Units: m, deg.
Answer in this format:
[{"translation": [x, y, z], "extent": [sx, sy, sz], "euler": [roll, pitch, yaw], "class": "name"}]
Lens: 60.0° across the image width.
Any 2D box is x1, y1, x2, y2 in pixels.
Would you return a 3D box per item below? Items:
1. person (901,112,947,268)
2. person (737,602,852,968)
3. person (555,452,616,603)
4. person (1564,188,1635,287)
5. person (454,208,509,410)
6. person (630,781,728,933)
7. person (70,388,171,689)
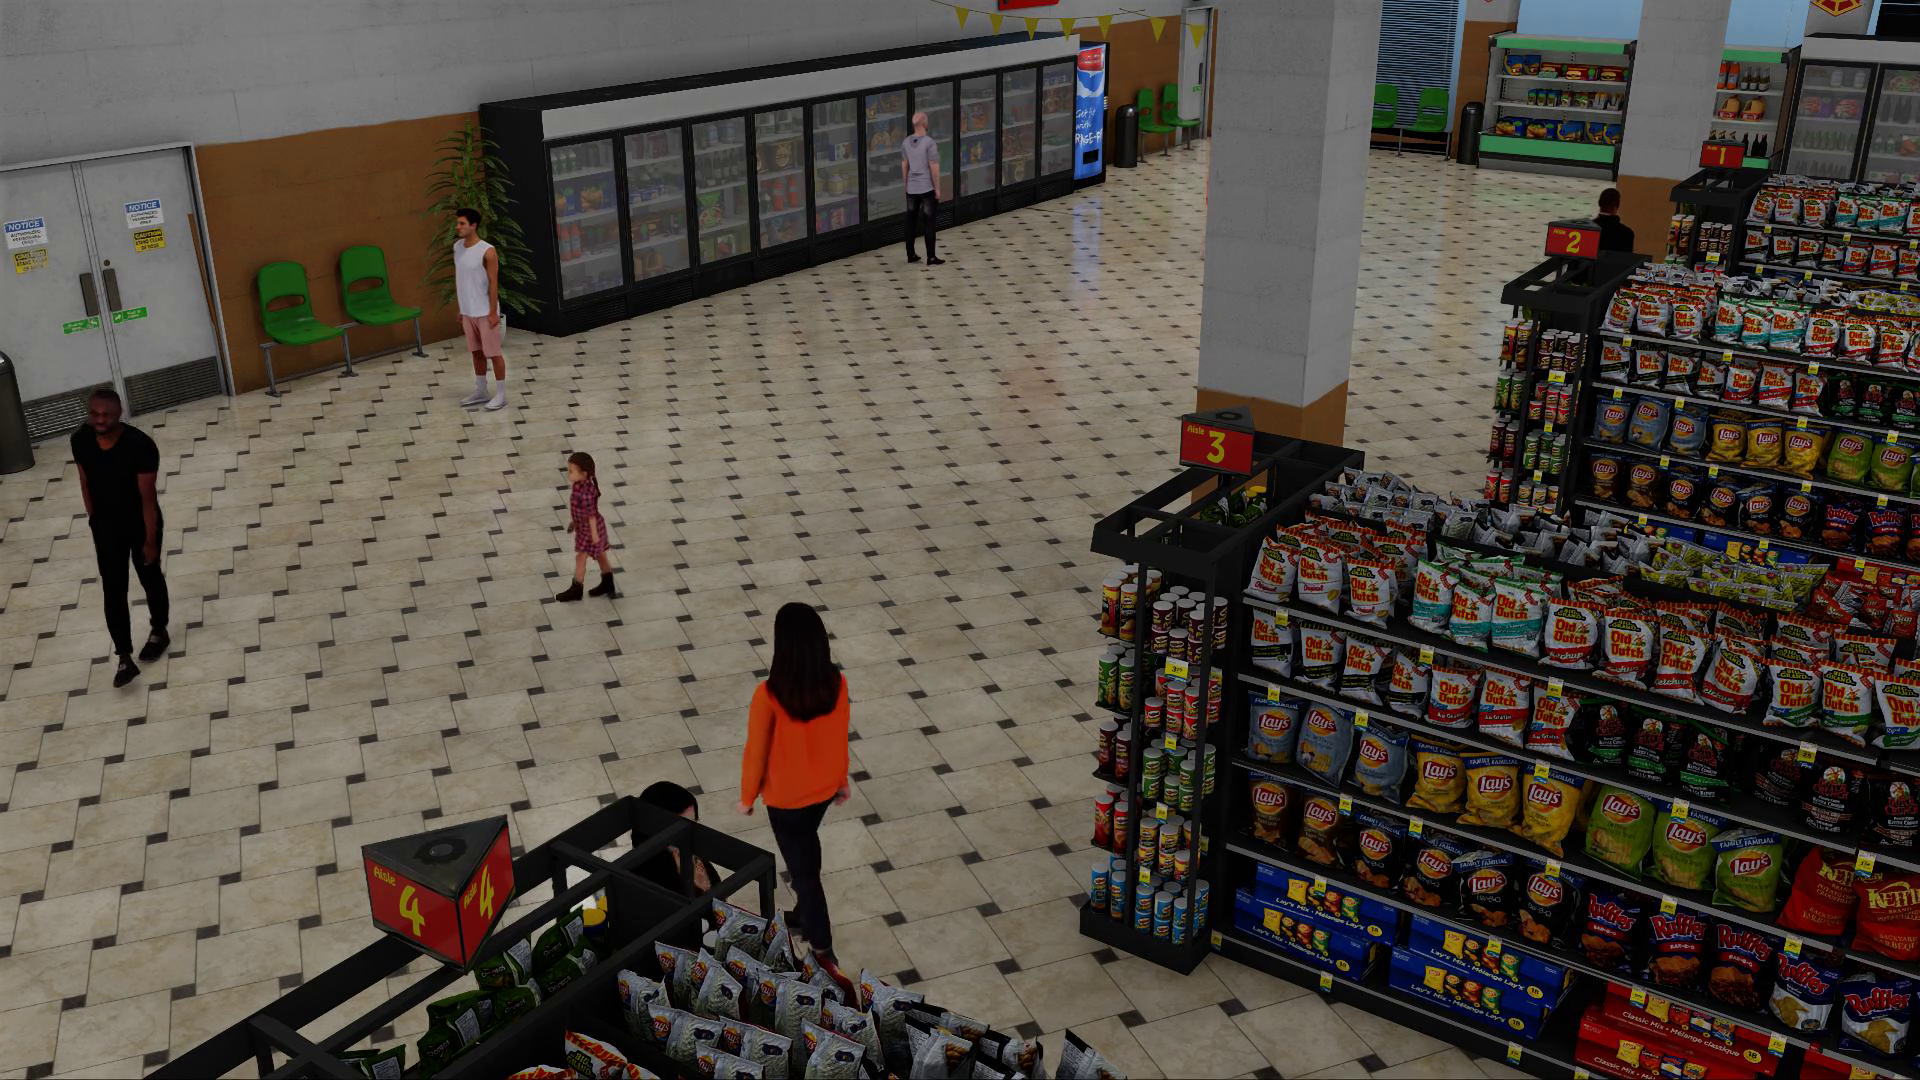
[{"translation": [-0.466, -4.248, 20.124], "extent": [0.511, 1.837, 0.719], "euler": [14, 26, 31], "class": "person"}, {"translation": [-0.604, 1.097, 6.959], "extent": [0.797, 1.736, 0.683], "euler": [19, 29, 39], "class": "person"}, {"translation": [-2.384, -0.098, 10.906], "extent": [0.668, 1.009, 0.635], "euler": [-7, 23, -17], "class": "person"}, {"translation": [5.655, -2.151, 14.870], "extent": [1.078, 1.865, 0.788], "euler": [14, 26, 31], "class": "person"}, {"translation": [-4.241, -2.054, 14.731], "extent": [0.501, 1.788, 0.690], "euler": [14, 26, 31], "class": "person"}, {"translation": [-1.095, 1.602, 5.738], "extent": [1.165, 1.710, 0.980], "euler": [1, 22, 4], "class": "person"}, {"translation": [-4.894, -0.074, 9.828], "extent": [1.055, 1.769, 1.078], "euler": [1, 22, 3], "class": "person"}]
